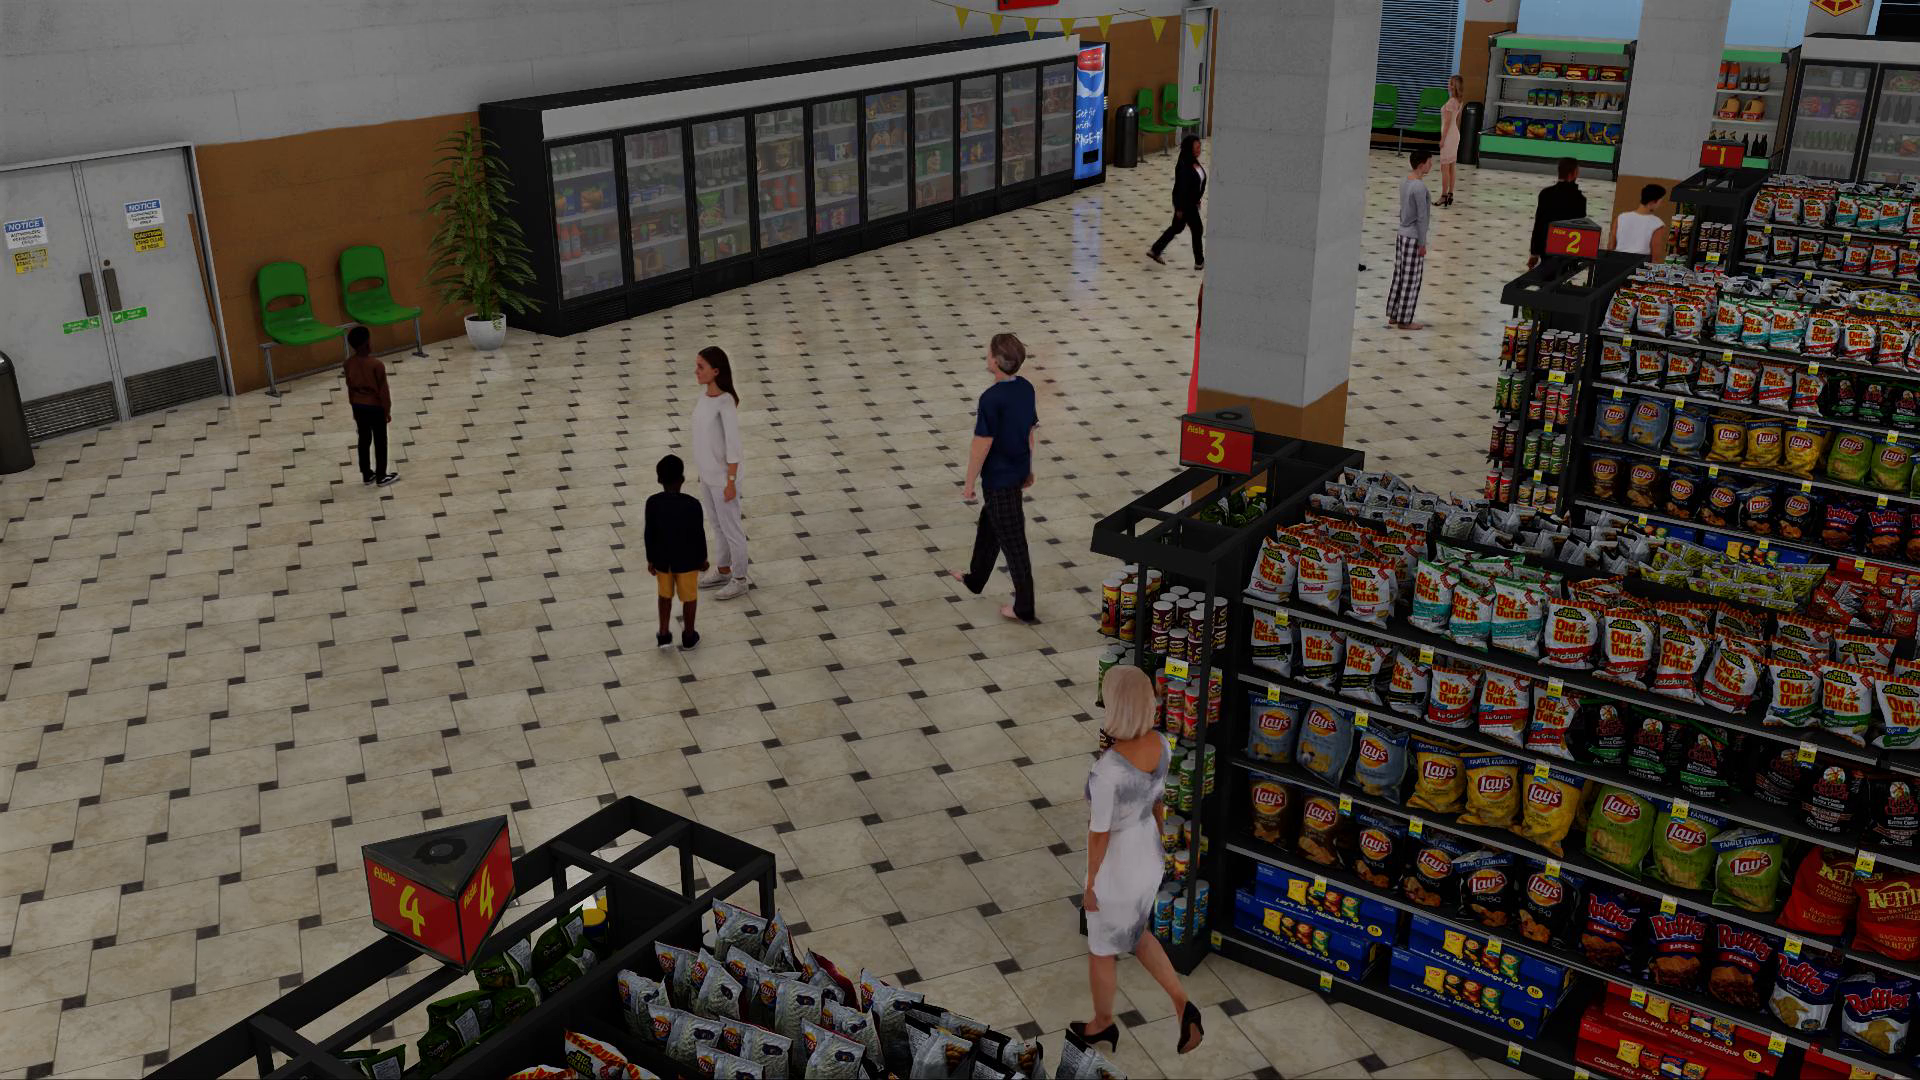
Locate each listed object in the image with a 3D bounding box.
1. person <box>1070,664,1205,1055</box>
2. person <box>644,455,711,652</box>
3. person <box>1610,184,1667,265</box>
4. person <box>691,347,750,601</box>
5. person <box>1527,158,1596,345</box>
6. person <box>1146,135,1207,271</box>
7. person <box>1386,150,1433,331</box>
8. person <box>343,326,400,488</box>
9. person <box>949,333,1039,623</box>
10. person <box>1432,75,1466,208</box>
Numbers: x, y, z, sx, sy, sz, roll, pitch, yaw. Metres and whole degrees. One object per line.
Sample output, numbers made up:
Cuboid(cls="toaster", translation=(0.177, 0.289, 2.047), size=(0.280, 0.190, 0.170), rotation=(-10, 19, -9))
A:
Cuboid(cls="person", translation=(0.697, 1.310, 6.427), size=(0.891, 1.736, 0.653), rotation=(20, 30, 41))
Cuboid(cls="person", translation=(-1.724, 0.106, 10.055), size=(0.662, 1.266, 0.714), rotation=(2, 22, 5))
Cuboid(cls="person", translation=(6.316, -2.463, 15.834), size=(1.076, 1.725, 0.767), rotation=(15, 26, 32))
Cuboid(cls="person", translation=(-1.564, -0.444, 10.858), size=(0.727, 1.688, 0.585), rotation=(-15, 26, -32))
Cuboid(cls="person", translation=(5.857, -2.792, 16.463), size=(1.137, 1.866, 1.274), rotation=(-11, 25, -26))
Cuboid(cls="person", translation=(2.618, -4.011, 19.873), size=(1.181, 1.586, 0.930), rotation=(4, 22, 10))
Cuboid(cls="person", translation=(4.708, -3.141, 17.357), size=(0.752, 1.847, 0.690), rotation=(-4, 22, -10))
Cuboid(cls="person", translation=(-4.596, -1.037, 12.918), size=(0.498, 1.251, 0.626), rotation=(6, 23, 15))
Cuboid(cls="person", translation=(0.360, -0.358, 10.429), size=(0.977, 1.847, 0.676), rotation=(14, 26, 31))
Cuboid(cls="person", translation=(7.005, -5.701, 23.750), size=(0.523, 1.830, 0.587), rotation=(18, 28, 37))
